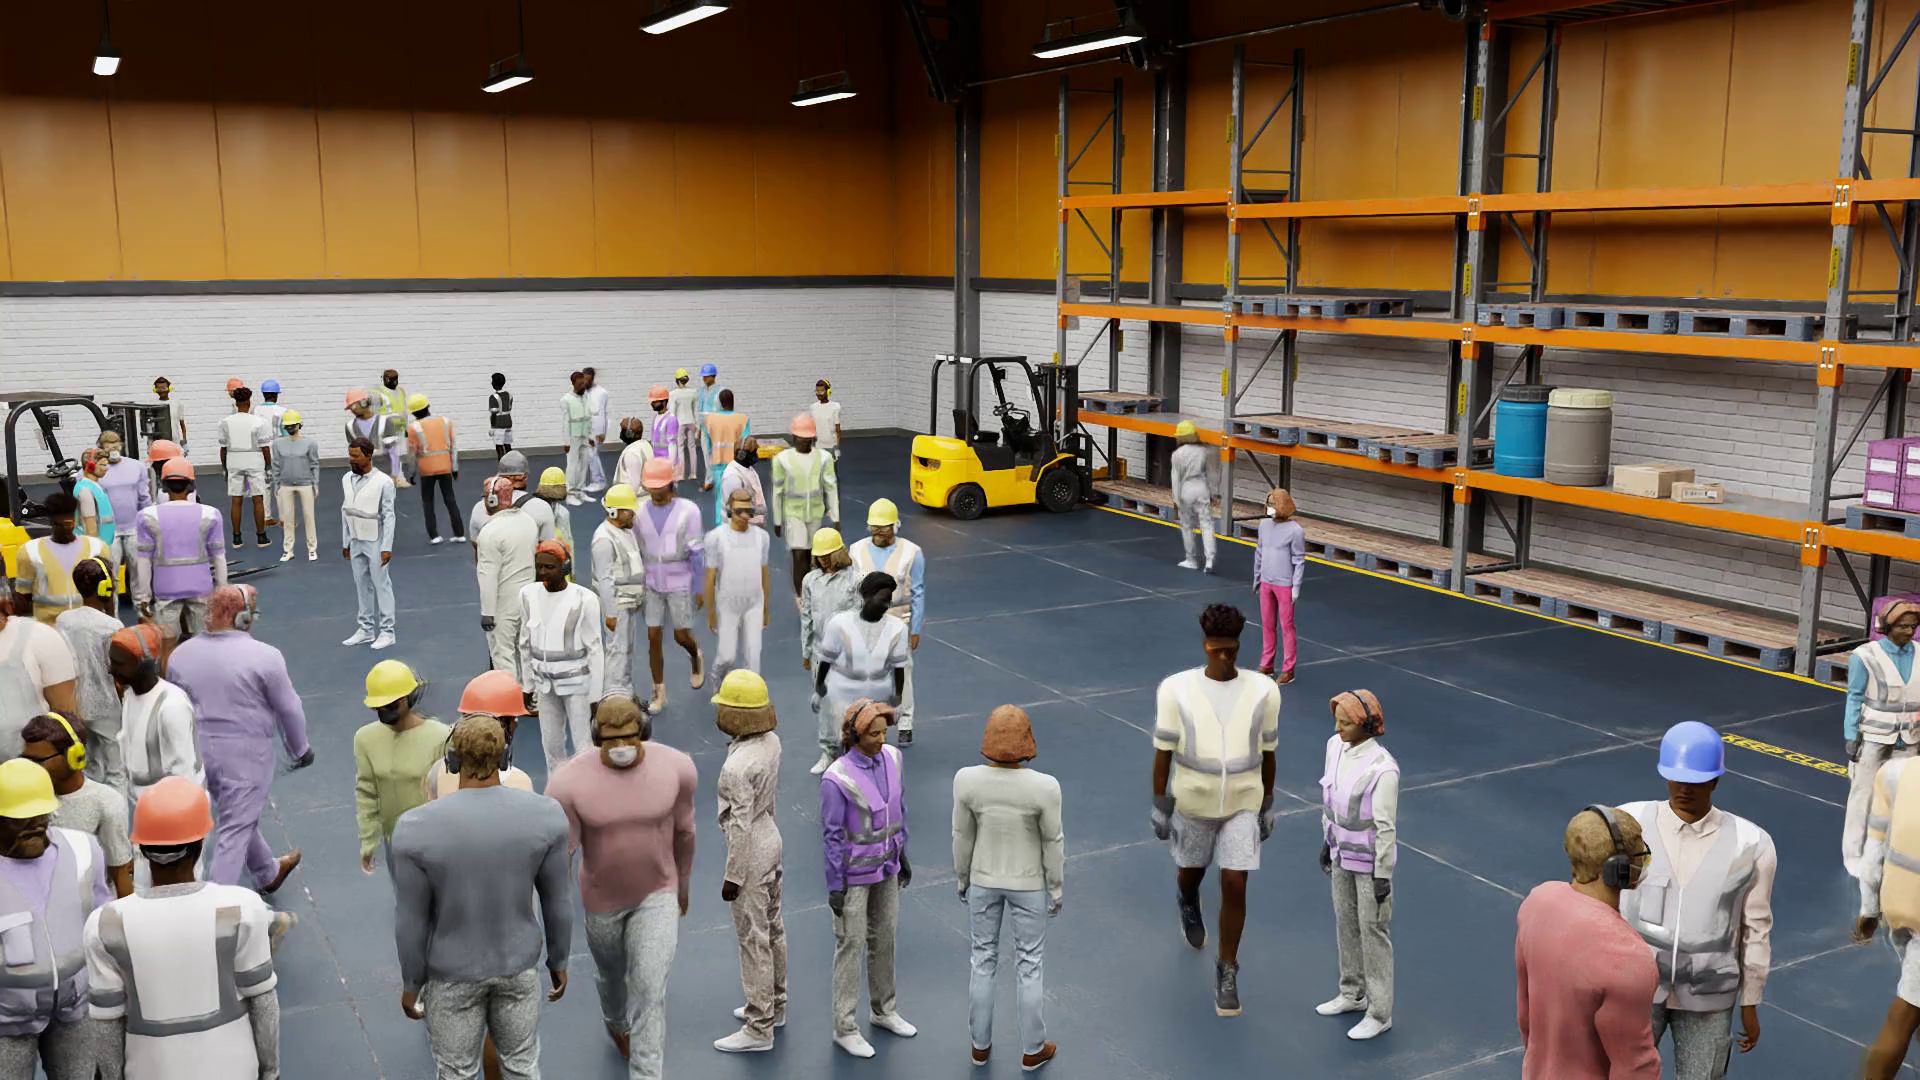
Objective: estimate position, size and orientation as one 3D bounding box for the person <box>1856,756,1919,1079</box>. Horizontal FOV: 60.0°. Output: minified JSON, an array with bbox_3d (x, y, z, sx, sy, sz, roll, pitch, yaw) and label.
[{"bbox_3d":[3.958,1.498,6.659,0.908,1.880,0.553,-3,10,-16],"label":"person"}]

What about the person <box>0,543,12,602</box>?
[{"bbox_3d":[-7.852,0.359,13.125,0.977,1.915,0.639,9,13,41],"label":"person"}]

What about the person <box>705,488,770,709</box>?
[{"bbox_3d":[-1.687,0.501,12.616,0.505,1.832,0.568,-4,11,-24],"label":"person"}]

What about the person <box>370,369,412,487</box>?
[{"bbox_3d":[-8.750,-1.721,25.456,0.803,1.819,0.621,5,11,25],"label":"person"}]

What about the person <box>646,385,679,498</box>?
[{"bbox_3d":[-3.708,-0.968,20.752,0.387,1.931,0.543,-7,12,-35],"label":"person"}]

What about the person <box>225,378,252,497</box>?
[{"bbox_3d":[-10.528,-1.500,24.365,0.363,1.742,0.571,-3,10,-17],"label":"person"}]

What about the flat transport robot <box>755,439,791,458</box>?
[{"bbox_3d":[-3.380,-1.631,29.340,0.652,0.197,1.431,-2,10,-13],"label":"flat transport robot"}]

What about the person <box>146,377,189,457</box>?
[{"bbox_3d":[-10.937,-1.319,22.947,0.531,1.870,0.317,-5,11,-25],"label":"person"}]

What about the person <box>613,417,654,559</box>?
[{"bbox_3d":[-3.459,-0.386,17.659,0.430,1.845,0.619,1,10,4],"label":"person"}]

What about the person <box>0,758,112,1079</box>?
[{"bbox_3d":[-3.300,1.658,5.939,0.403,1.826,0.595,8,13,39],"label":"person"}]

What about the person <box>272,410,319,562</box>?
[{"bbox_3d":[-7.689,-0.627,19.268,0.522,1.768,0.312,-2,10,-9],"label":"person"}]

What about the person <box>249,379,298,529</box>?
[{"bbox_3d":[-8.876,-1.103,21.516,0.605,1.939,0.415,3,10,15],"label":"person"}]

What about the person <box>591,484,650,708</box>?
[{"bbox_3d":[-2.618,0.467,12.820,0.403,1.818,0.604,1,10,5],"label":"person"}]

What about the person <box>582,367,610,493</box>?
[{"bbox_3d":[-5.437,-1.638,24.751,0.667,1.884,0.520,8,13,38],"label":"person"}]

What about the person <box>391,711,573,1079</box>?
[{"bbox_3d":[-1.739,1.577,6.124,0.636,1.928,0.383,-5,11,-26],"label":"person"}]

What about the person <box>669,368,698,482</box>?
[{"bbox_3d":[-4.331,-1.796,25.997,0.532,1.768,0.311,-9,14,-43],"label":"person"}]

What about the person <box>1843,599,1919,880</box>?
[{"bbox_3d":[5.296,1.135,9.506,0.523,1.631,0.317,-1,10,-3],"label":"person"}]

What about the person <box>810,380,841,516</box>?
[{"bbox_3d":[-1.828,-1.254,22.622,0.500,1.861,0.328,5,11,26],"label":"person"}]

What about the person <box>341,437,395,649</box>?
[{"bbox_3d":[-5.362,0.021,15.096,0.593,1.920,0.391,5,11,26],"label":"person"}]

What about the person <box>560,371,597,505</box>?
[{"bbox_3d":[-5.425,-1.444,23.593,0.414,1.906,0.615,5,11,27],"label":"person"}]

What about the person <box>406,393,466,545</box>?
[{"bbox_3d":[-6.426,-0.857,20.291,0.625,1.876,0.432,-9,13,-41],"label":"person"}]

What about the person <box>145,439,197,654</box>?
[{"bbox_3d":[-6.988,0.066,14.811,0.388,1.930,0.544,0,10,-2],"label":"person"}]

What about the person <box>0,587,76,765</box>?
[{"bbox_3d":[-5.013,1.049,8.821,0.715,2.000,0.923,-2,10,-11],"label":"person"}]

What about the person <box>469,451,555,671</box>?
[{"bbox_3d":[-3.484,0.290,13.194,0.686,2.000,0.535,2,10,10],"label":"person"}]

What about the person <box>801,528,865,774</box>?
[{"bbox_3d":[-0.867,0.765,11.359,0.489,1.728,0.323,3,10,19],"label":"person"}]

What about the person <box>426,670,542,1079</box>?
[{"bbox_3d":[-1.883,1.477,6.730,0.540,1.920,0.420,7,12,34],"label":"person"}]

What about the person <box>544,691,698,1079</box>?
[{"bbox_3d":[-1.412,1.471,6.960,0.640,1.865,1.077,-3,10,-15],"label":"person"}]

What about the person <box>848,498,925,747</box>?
[{"bbox_3d":[-0.551,0.598,12.042,0.595,1.826,0.403,2,10,14],"label":"person"}]

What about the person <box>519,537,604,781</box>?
[{"bbox_3d":[-2.425,0.902,10.183,0.591,1.873,0.373,5,11,25],"label":"person"}]

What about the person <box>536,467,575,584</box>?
[{"bbox_3d":[-3.493,0.236,14.365,0.493,1.741,0.315,7,12,36],"label":"person"}]
